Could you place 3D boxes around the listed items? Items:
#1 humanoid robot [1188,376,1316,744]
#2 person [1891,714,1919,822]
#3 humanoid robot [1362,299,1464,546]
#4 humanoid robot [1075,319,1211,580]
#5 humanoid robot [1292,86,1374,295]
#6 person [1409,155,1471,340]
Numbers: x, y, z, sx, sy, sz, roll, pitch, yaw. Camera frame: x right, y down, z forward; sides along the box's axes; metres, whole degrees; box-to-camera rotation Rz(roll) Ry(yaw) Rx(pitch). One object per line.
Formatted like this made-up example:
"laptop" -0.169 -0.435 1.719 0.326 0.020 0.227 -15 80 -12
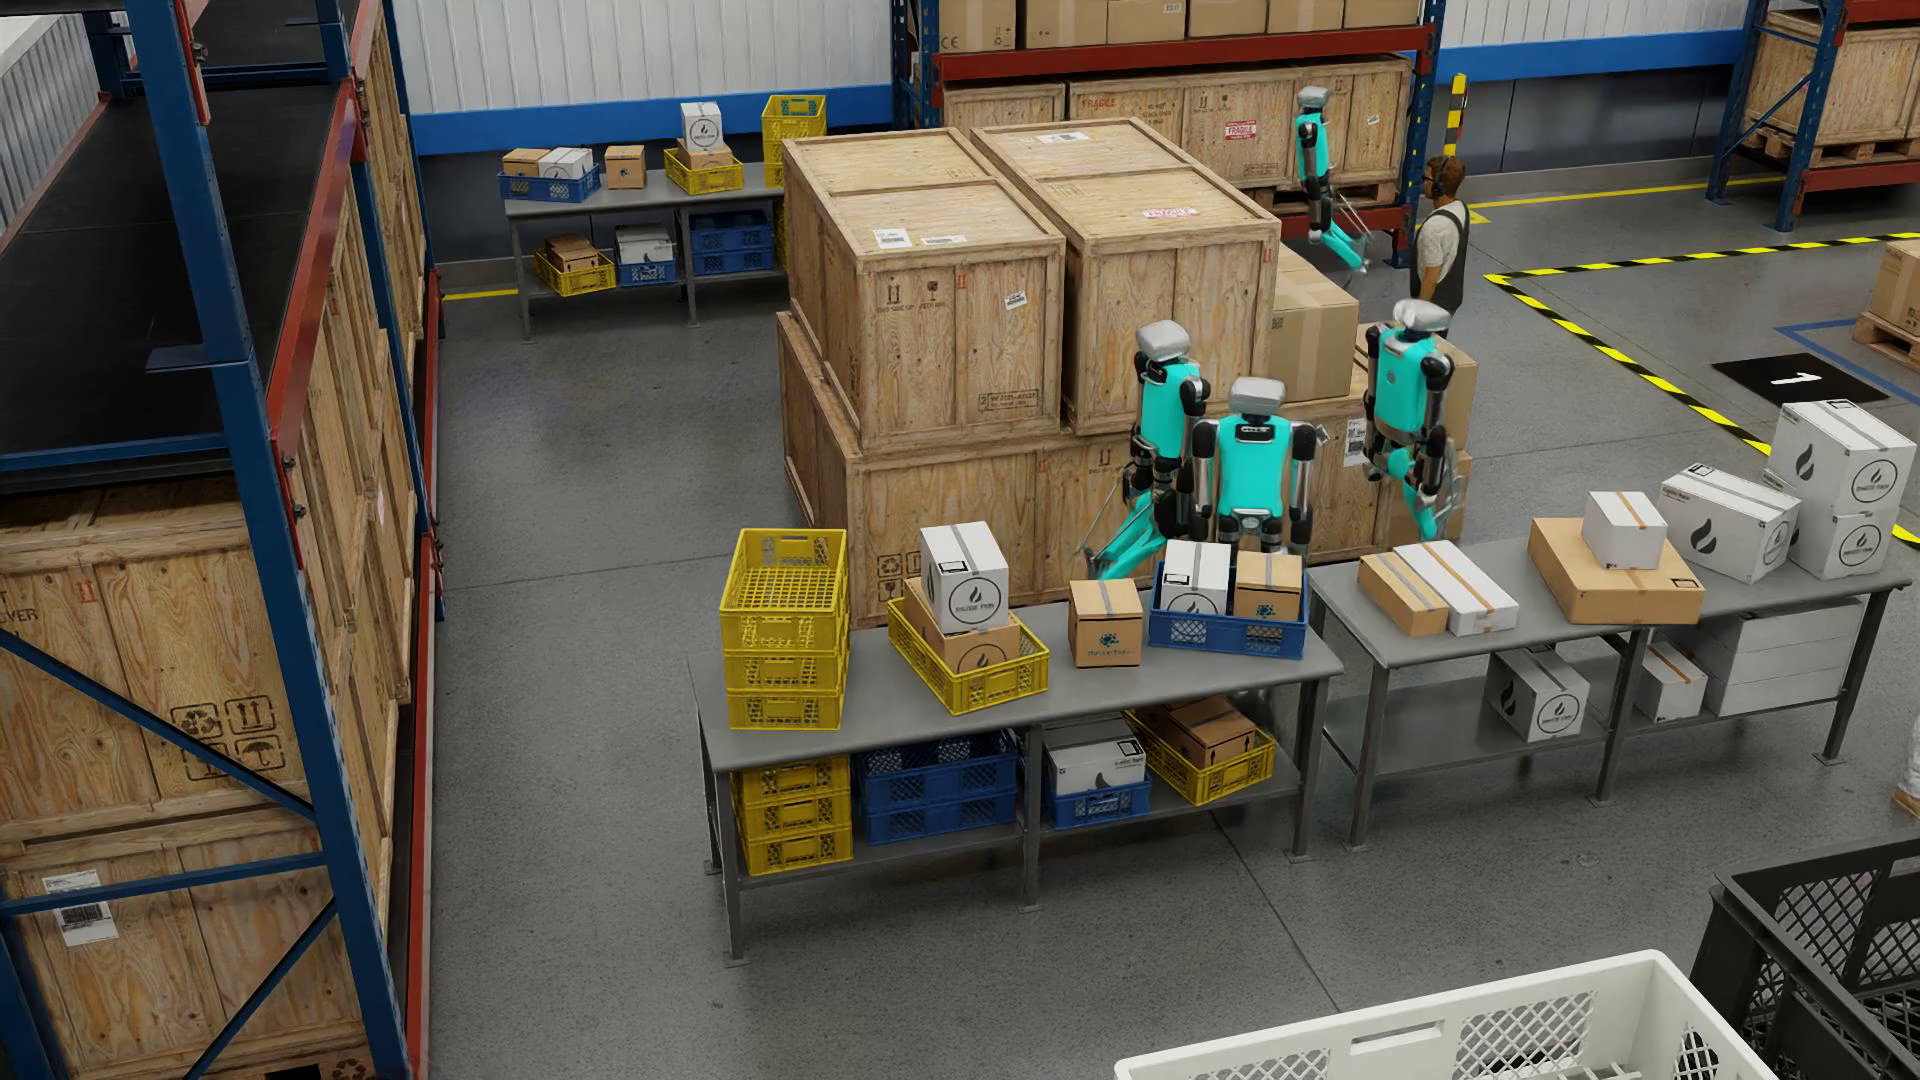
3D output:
"humanoid robot" 1.242 0.265 7.123 0.597 1.778 0.865 4 29 7
"person" 4.297 0.353 6.860 0.628 1.835 0.429 -16 33 -27
"humanoid robot" 2.375 -0.418 8.376 1.035 1.739 0.550 -15 32 -25
"humanoid robot" 0.766 -0.146 7.798 0.679 1.752 0.549 -12 31 -20
"humanoid robot" 2.697 -2.332 11.810 0.785 1.739 0.625 6 29 11
"person" 2.836 -1.410 10.041 0.348 1.846 0.504 19 34 31
